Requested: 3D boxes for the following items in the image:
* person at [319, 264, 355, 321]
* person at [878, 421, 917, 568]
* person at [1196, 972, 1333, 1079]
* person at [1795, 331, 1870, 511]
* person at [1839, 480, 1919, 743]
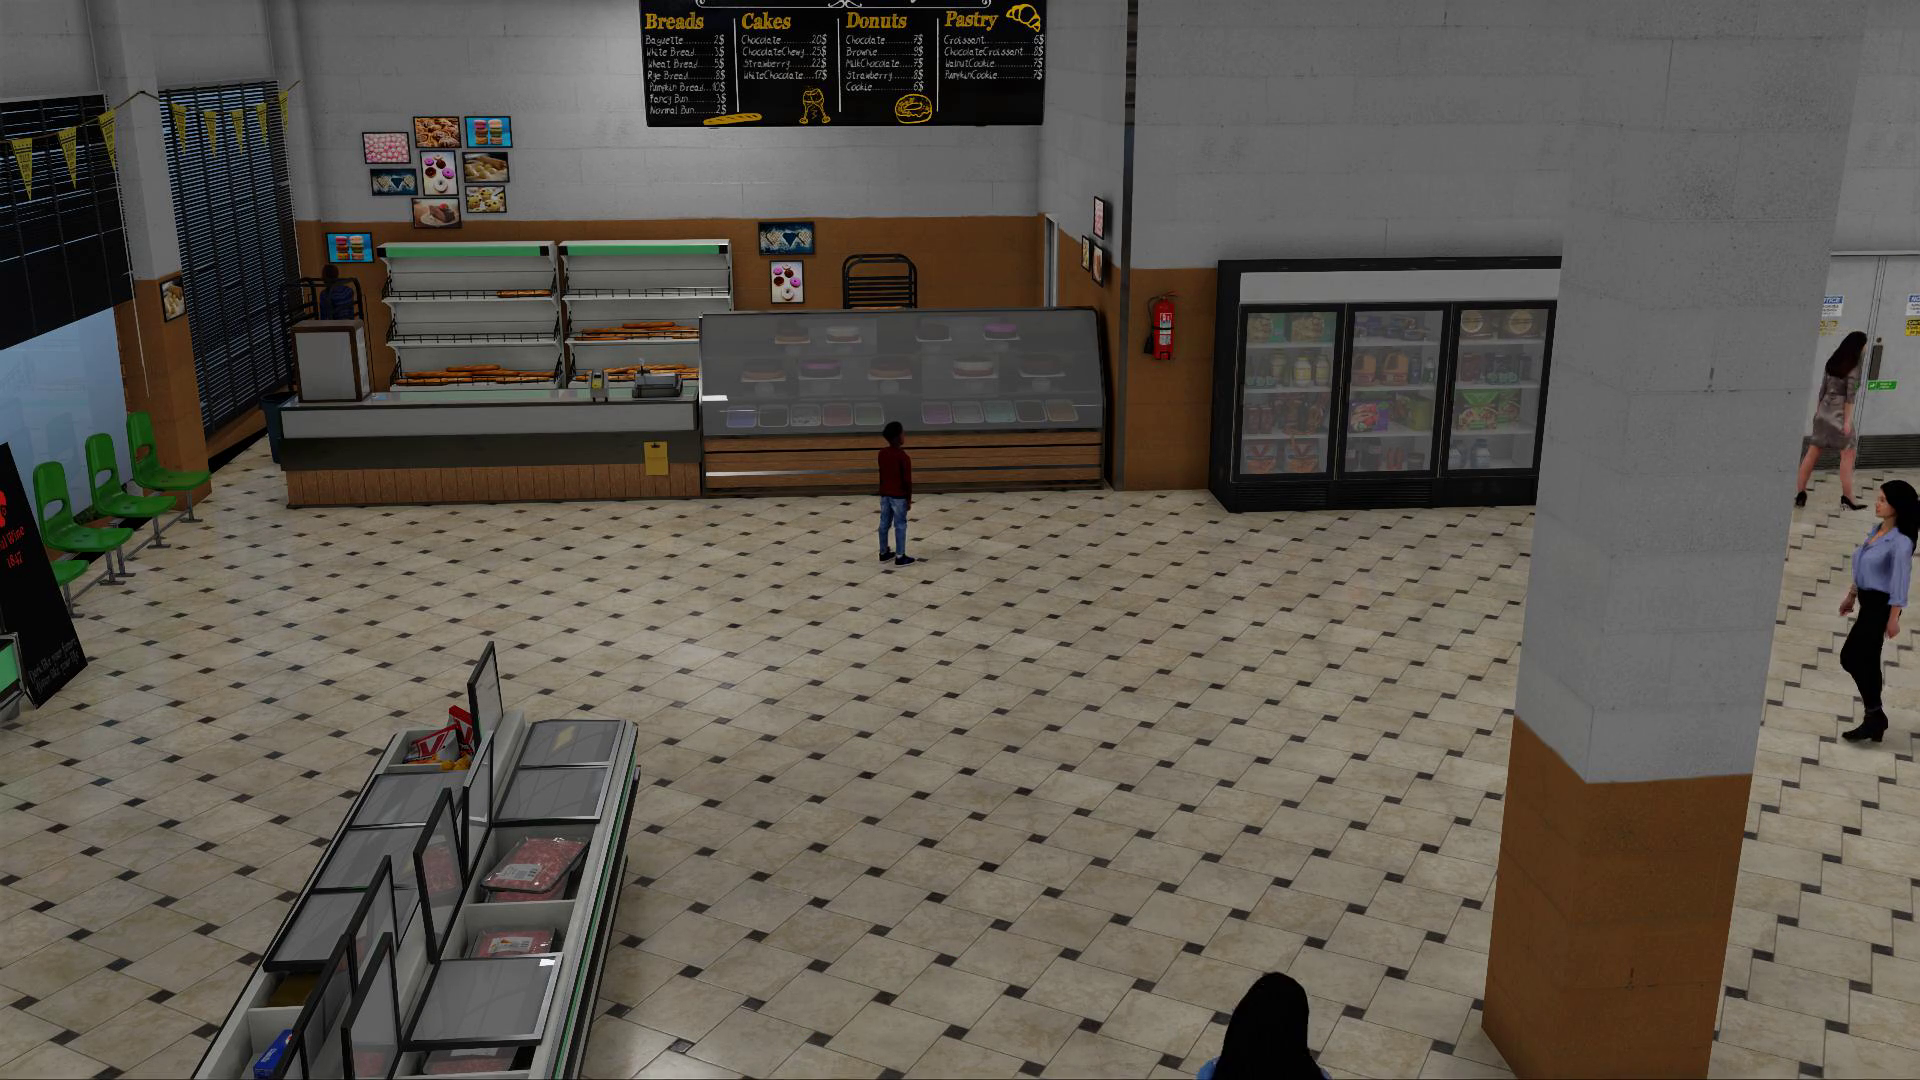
[{"bbox_3d":[-7.391,-2.366,19.753,0.837,1.824,0.710,6,18,20],"label":"person"},{"bbox_3d":[-0.568,-0.399,14.258,0.577,1.254,0.631,12,21,35],"label":"person"},{"bbox_3d":[0.896,2.189,5.027,0.743,1.665,1.246,0,17,0],"label":"person"},{"bbox_3d":[8.279,-1.125,15.840,0.821,1.724,0.734,-6,18,-20],"label":"person"},{"bbox_3d":[5.917,0.475,10.554,0.782,1.734,0.632,3,17,11],"label":"person"}]
